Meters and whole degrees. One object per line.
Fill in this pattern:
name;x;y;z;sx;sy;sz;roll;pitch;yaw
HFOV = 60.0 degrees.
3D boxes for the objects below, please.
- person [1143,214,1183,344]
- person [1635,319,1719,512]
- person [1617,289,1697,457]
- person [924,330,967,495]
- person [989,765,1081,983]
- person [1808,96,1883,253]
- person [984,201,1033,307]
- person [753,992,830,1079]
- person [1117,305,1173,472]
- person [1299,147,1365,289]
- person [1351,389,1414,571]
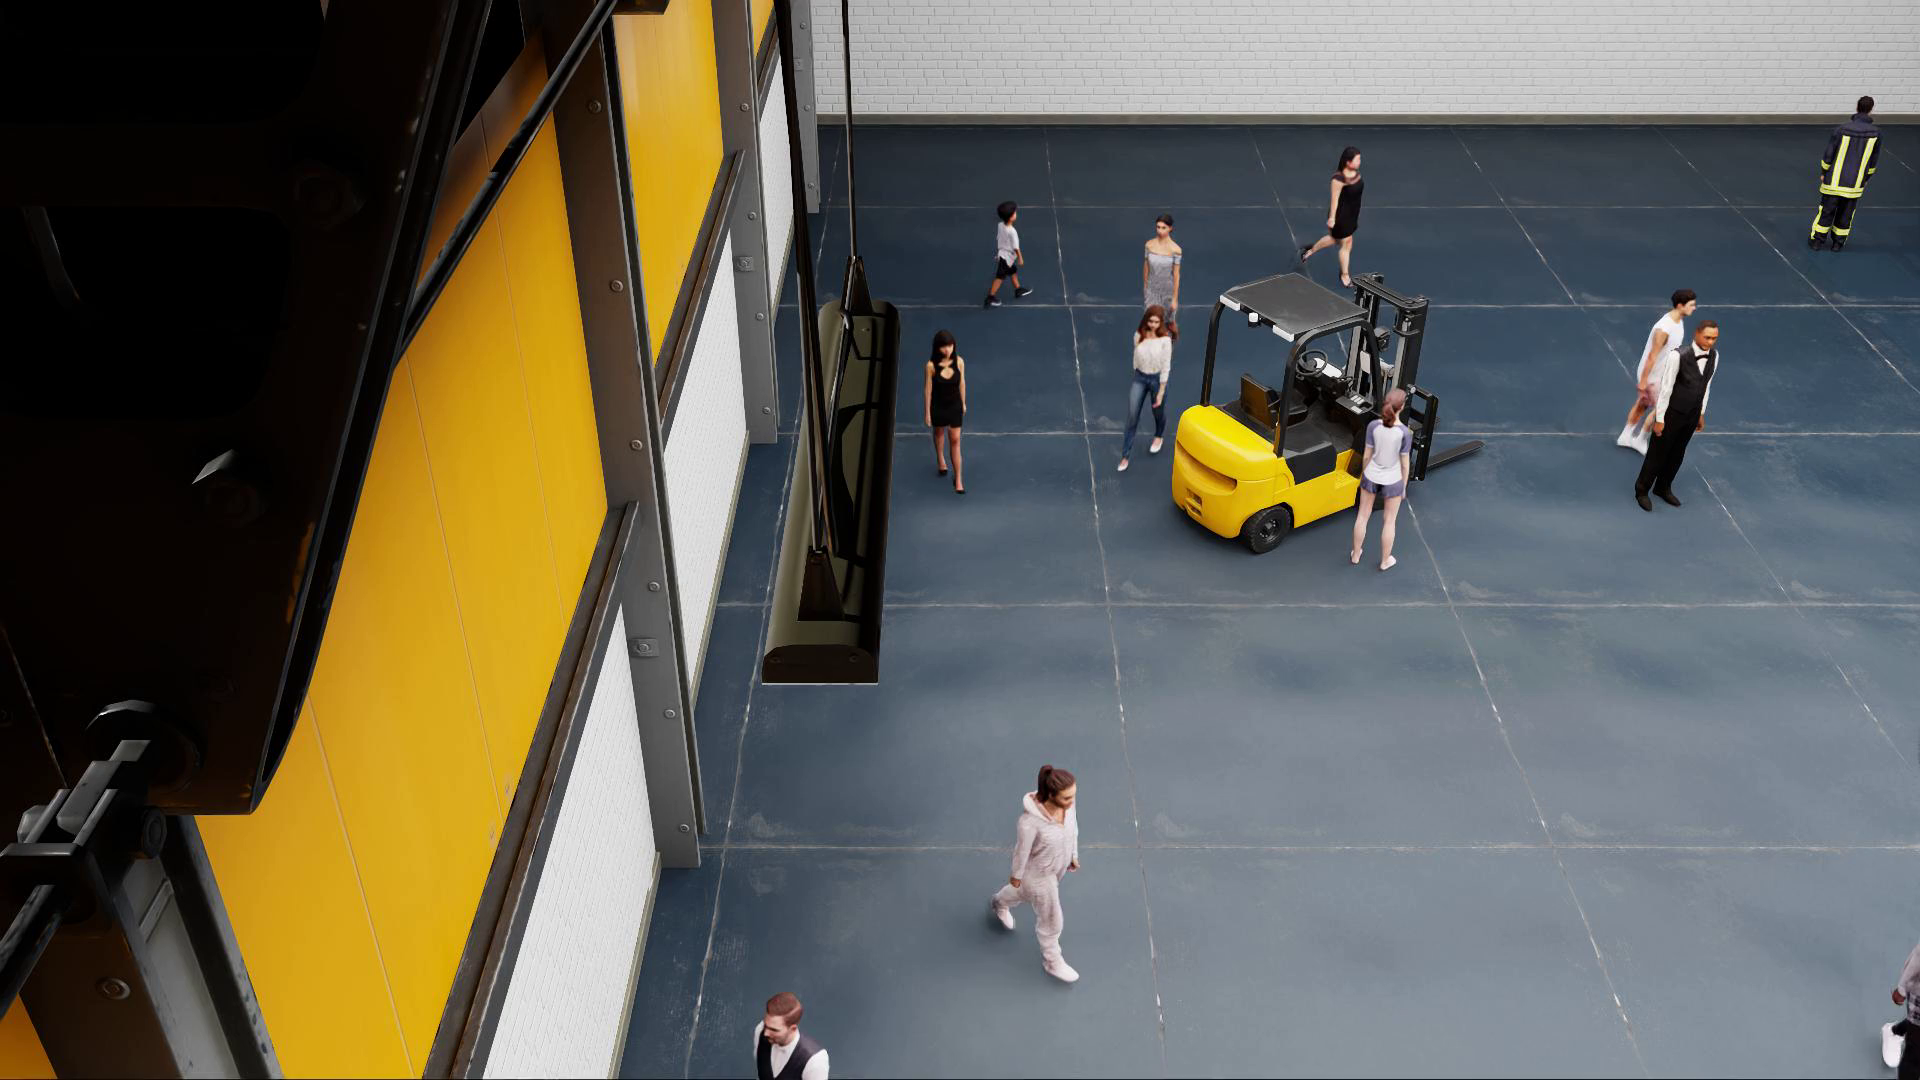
person;2.186;-2.617;17.711;0.890;1.796;1.122;16;37;22
person;6.683;-1.193;15.458;0.752;1.919;0.684;-9;35;-13
person;6.737;-1.667;16.311;0.876;1.765;0.803;22;40;30
person;-0.167;-1.287;15.873;0.744;1.617;1.044;-7;34;-11
person;0.463;2.066;10.800;1.094;1.649;1.079;25;41;32
person;10.874;-4.484;20.410;0.852;1.919;0.787;10;35;14
person;0.496;-3.277;19.216;0.809;1.230;0.892;-16;37;-23
person;-0.849;3.106;8.985;0.944;1.926;1.037;22;39;29
person;1.891;-1.539;16.194;0.860;1.680;1.156;14;36;20
person;4.439;-3.833;19.633;1.023;1.694;1.063;19;38;26
person;3.713;-0.536;14.607;0.672;1.768;0.701;16;37;22
